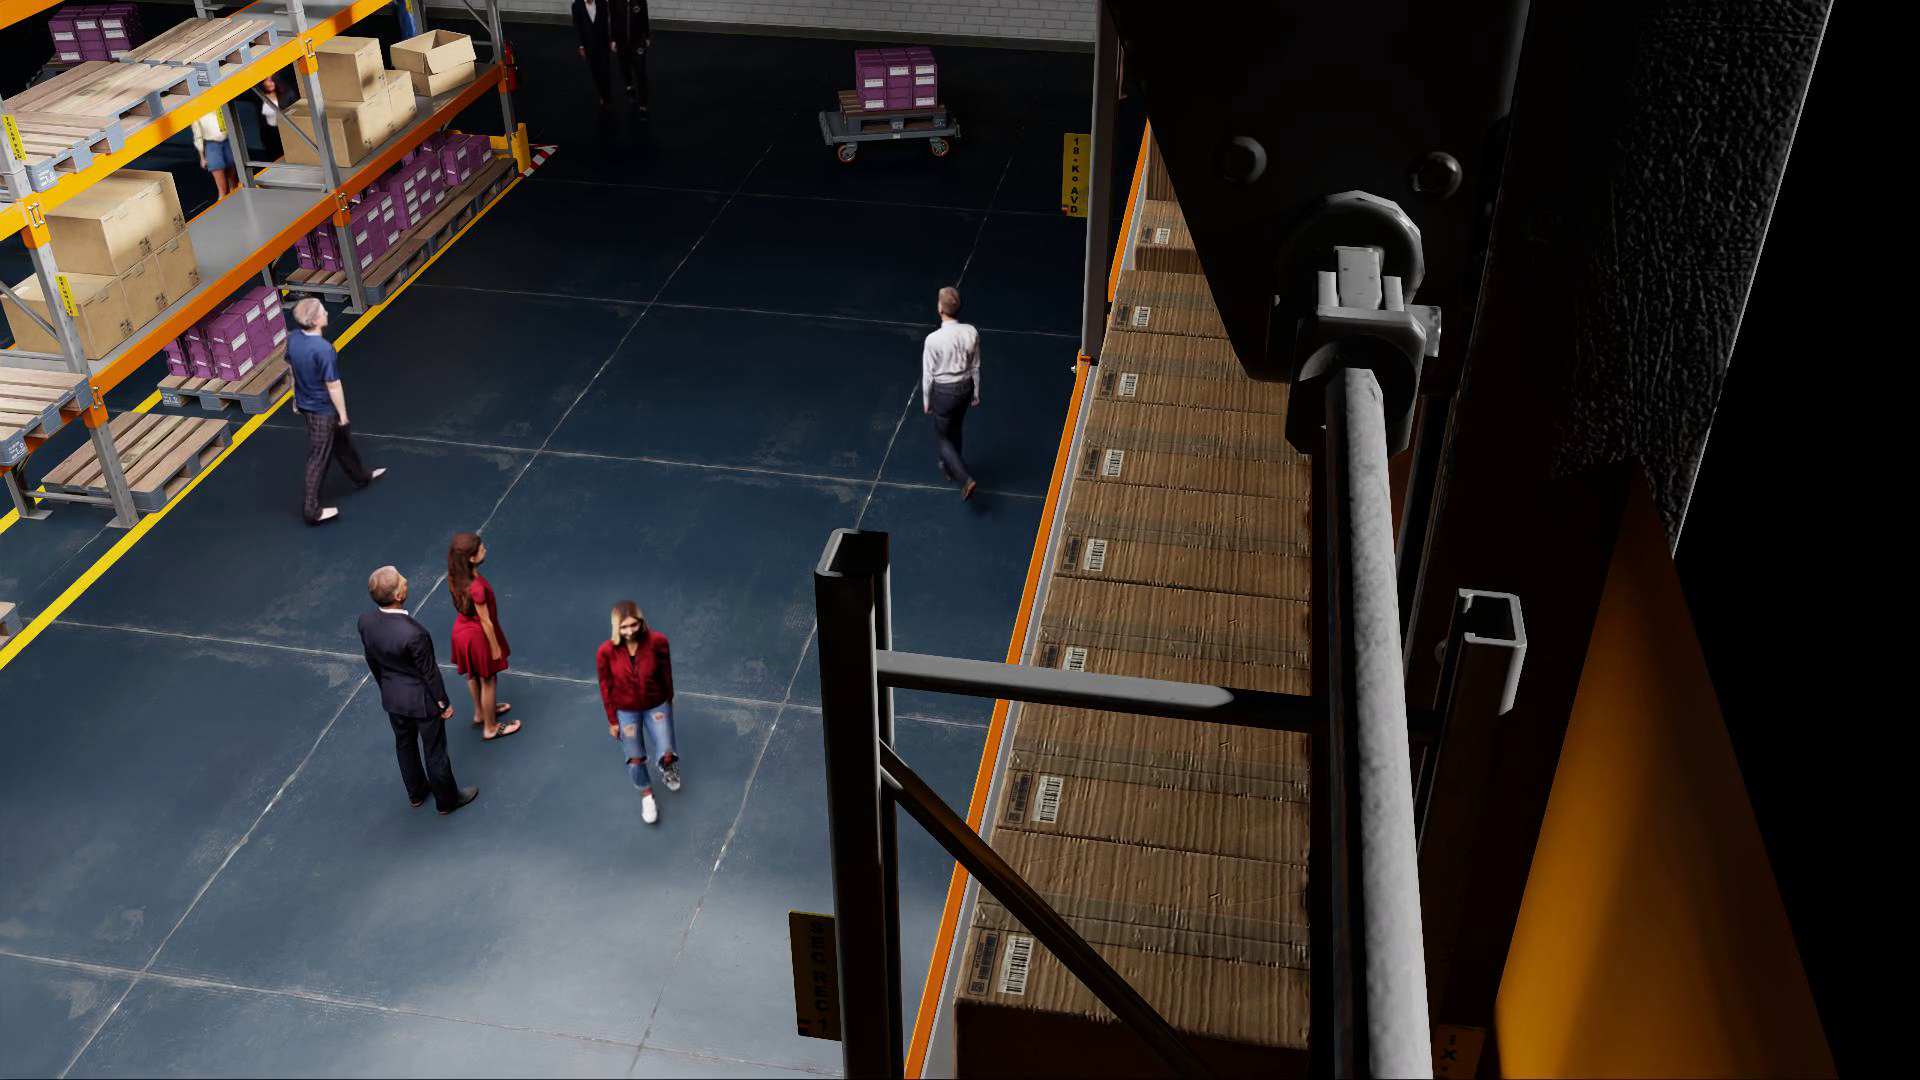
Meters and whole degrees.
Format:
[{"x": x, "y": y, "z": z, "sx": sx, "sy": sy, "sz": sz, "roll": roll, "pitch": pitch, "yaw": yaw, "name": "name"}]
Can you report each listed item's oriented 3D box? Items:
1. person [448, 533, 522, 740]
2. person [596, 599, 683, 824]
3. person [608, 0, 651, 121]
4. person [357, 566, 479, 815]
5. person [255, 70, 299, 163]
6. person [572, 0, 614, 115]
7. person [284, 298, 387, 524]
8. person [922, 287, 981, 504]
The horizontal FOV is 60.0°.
[{"x": -3.190, "y": 0.621, "z": 10.972, "sx": 0.742, "sy": 1.550, "sz": 0.683, "roll": -25, "pitch": 41, "yaw": -32, "name": "person"}, {"x": -1.998, "y": 1.005, "z": 10.330, "sx": 0.732, "sy": 1.622, "sz": 0.785, "roll": -11, "pitch": 35, "yaw": -16, "name": "person"}, {"x": -4.227, "y": -6.360, "z": 21.258, "sx": 0.918, "sy": 1.790, "sz": 1.334, "roll": -4, "pitch": 34, "yaw": -6, "name": "person"}, {"x": -3.391, "y": 0.927, "z": 10.272, "sx": 0.739, "sy": 1.815, "sz": 0.687, "roll": 15, "pitch": 36, "yaw": 21, "name": "person"}, {"x": -7.616, "y": -4.579, "z": 18.746, "sx": 0.736, "sy": 1.605, "sz": 0.754, "roll": -3, "pitch": 34, "yaw": -5, "name": "person"}, {"x": -4.696, "y": -6.372, "z": 21.379, "sx": 0.940, "sy": 1.676, "sz": 1.204, "roll": -8, "pitch": 35, "yaw": -12, "name": "person"}, {"x": -5.131, "y": -0.994, "z": 13.161, "sx": 1.004, "sy": 1.817, "sz": 1.190, "roll": 25, "pitch": 41, "yaw": 32, "name": "person"}, {"x": -0.036, "y": -1.141, "z": 13.401, "sx": 1.055, "sy": 1.795, "sz": 1.191, "roll": -15, "pitch": 37, "yaw": -22, "name": "person"}]
